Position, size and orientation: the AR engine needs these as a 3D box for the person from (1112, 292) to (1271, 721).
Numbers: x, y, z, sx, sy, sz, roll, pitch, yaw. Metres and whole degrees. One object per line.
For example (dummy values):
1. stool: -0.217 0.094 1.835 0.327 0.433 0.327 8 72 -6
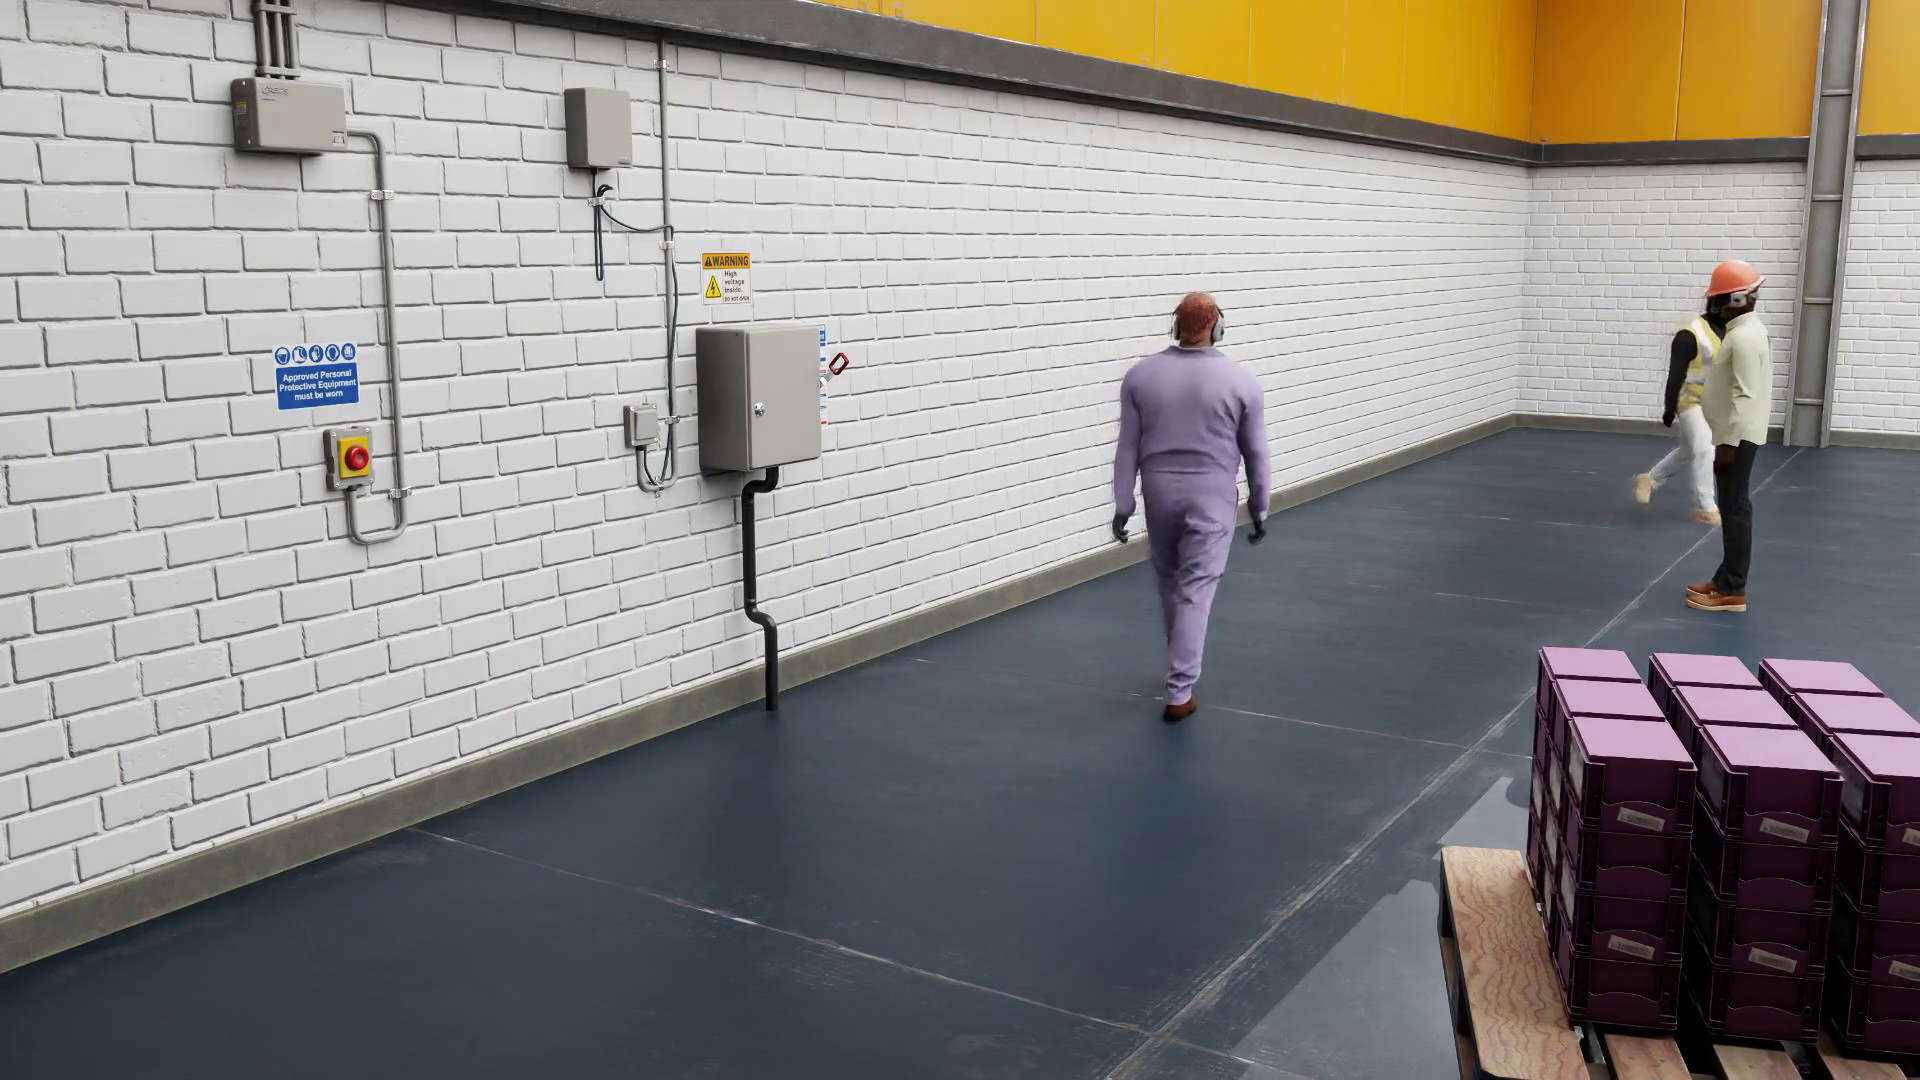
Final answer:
1. person: 1.080 -0.178 7.533 0.675 1.859 0.981 4 11 23

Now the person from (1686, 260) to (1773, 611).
1. person: 4.385 -0.587 9.476 0.395 1.985 0.608 5 11 26

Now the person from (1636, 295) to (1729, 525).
1. person: 5.518 -1.037 12.565 0.636 1.794 0.873 -6 12 -29
